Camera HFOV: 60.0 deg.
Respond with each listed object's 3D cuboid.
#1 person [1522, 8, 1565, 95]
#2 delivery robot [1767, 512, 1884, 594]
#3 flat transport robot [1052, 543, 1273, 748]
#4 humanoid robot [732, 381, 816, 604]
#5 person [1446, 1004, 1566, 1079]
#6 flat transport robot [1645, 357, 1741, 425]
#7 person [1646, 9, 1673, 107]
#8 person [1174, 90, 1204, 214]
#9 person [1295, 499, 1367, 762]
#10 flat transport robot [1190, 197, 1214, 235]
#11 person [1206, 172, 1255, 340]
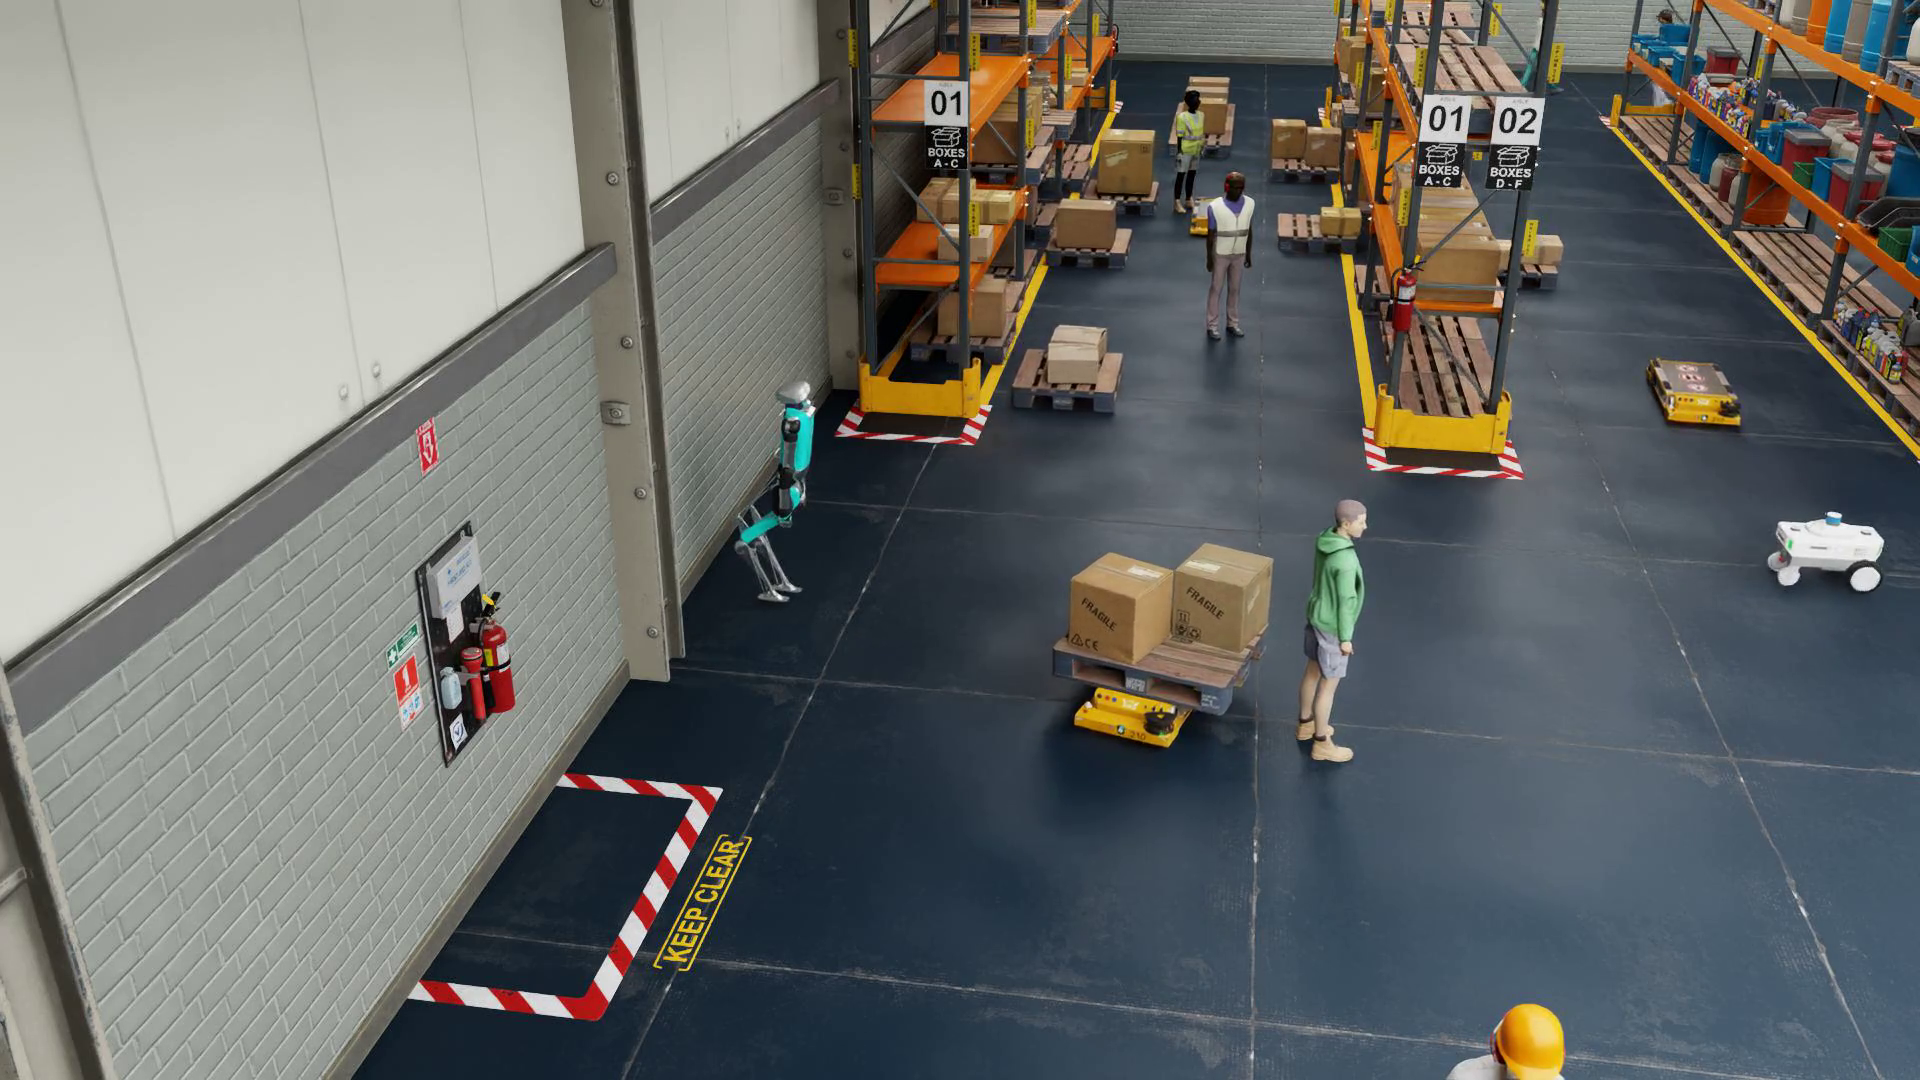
[{"bbox_3d":[11.139,-9.323,31.585,0.884,1.722,0.539,-3,25,-6],"label":"person"},{"bbox_3d":[6.722,0.086,12.857,0.807,0.613,0.499,3,25,7],"label":"delivery robot"},{"bbox_3d":[1.351,0.936,11.354,0.659,0.231,1.431,12,27,23],"label":"flat transport robot"},{"bbox_3d":[-1.410,-0.346,12.304,0.736,1.741,0.530,4,25,9],"label":"humanoid robot"},{"bbox_3d":[1.983,2.472,6.160,0.569,1.889,0.389,8,26,17],"label":"person"},{"bbox_3d":[7.278,-1.487,16.540,0.659,0.231,1.431,5,26,11],"label":"flat transport robot"},{"bbox_3d":[12.534,-8.569,29.835,0.444,1.845,0.541,11,27,23],"label":"person"},{"bbox_3d":[3.219,-5.448,23.326,0.533,1.699,0.318,-20,32,-37],"label":"person"},{"bbox_3d":[2.329,0.552,10.440,0.329,1.737,0.471,-4,25,-8],"label":"person"},{"bbox_3d":[3.531,-4.439,22.858,0.659,0.231,1.431,4,25,9],"label":"flat transport robot"},{"bbox_3d":[2.927,-3.110,18.168,0.557,1.835,0.395,-9,27,-19],"label":"person"}]
